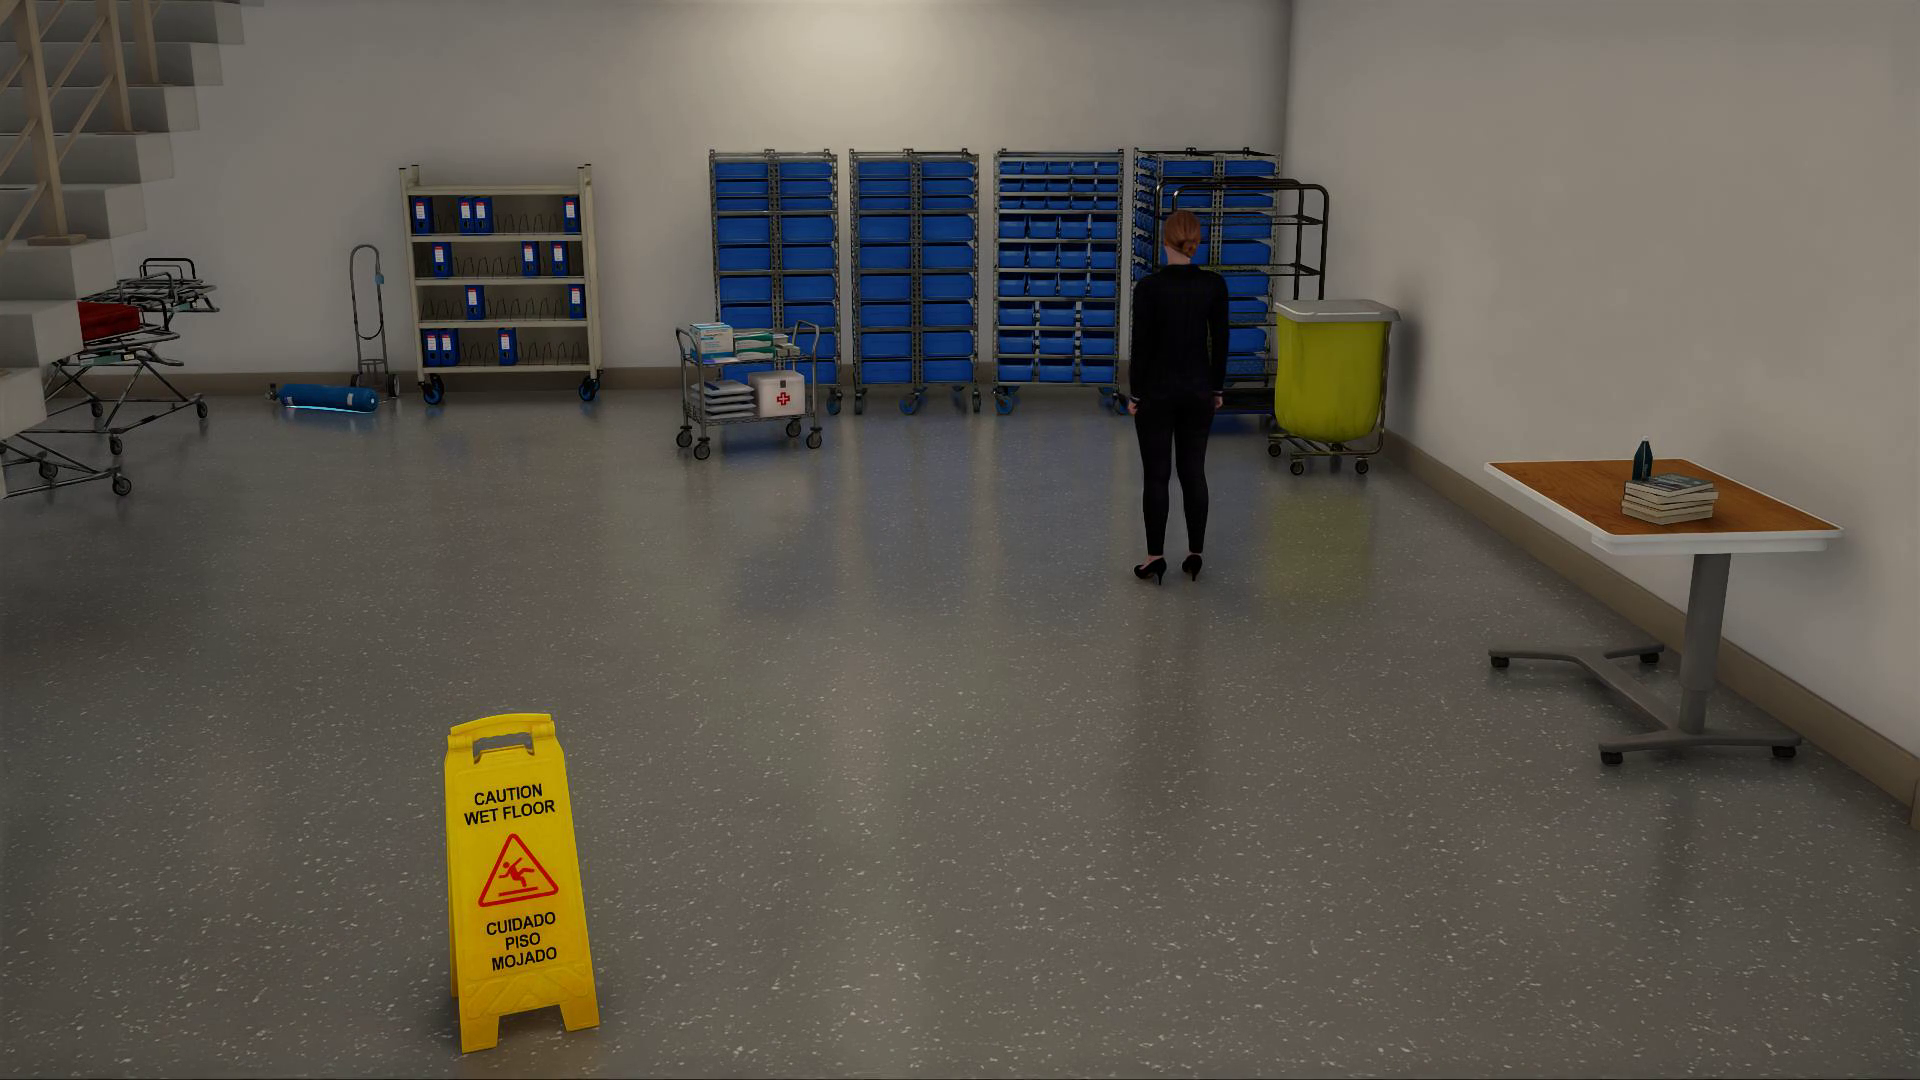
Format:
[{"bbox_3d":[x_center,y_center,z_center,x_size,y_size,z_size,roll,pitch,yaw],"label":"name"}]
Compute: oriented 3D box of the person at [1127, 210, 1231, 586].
[{"bbox_3d":[0.973,-0.633,7.491,0.659,1.685,0.613,-4,16,-14],"label":"person"}]
